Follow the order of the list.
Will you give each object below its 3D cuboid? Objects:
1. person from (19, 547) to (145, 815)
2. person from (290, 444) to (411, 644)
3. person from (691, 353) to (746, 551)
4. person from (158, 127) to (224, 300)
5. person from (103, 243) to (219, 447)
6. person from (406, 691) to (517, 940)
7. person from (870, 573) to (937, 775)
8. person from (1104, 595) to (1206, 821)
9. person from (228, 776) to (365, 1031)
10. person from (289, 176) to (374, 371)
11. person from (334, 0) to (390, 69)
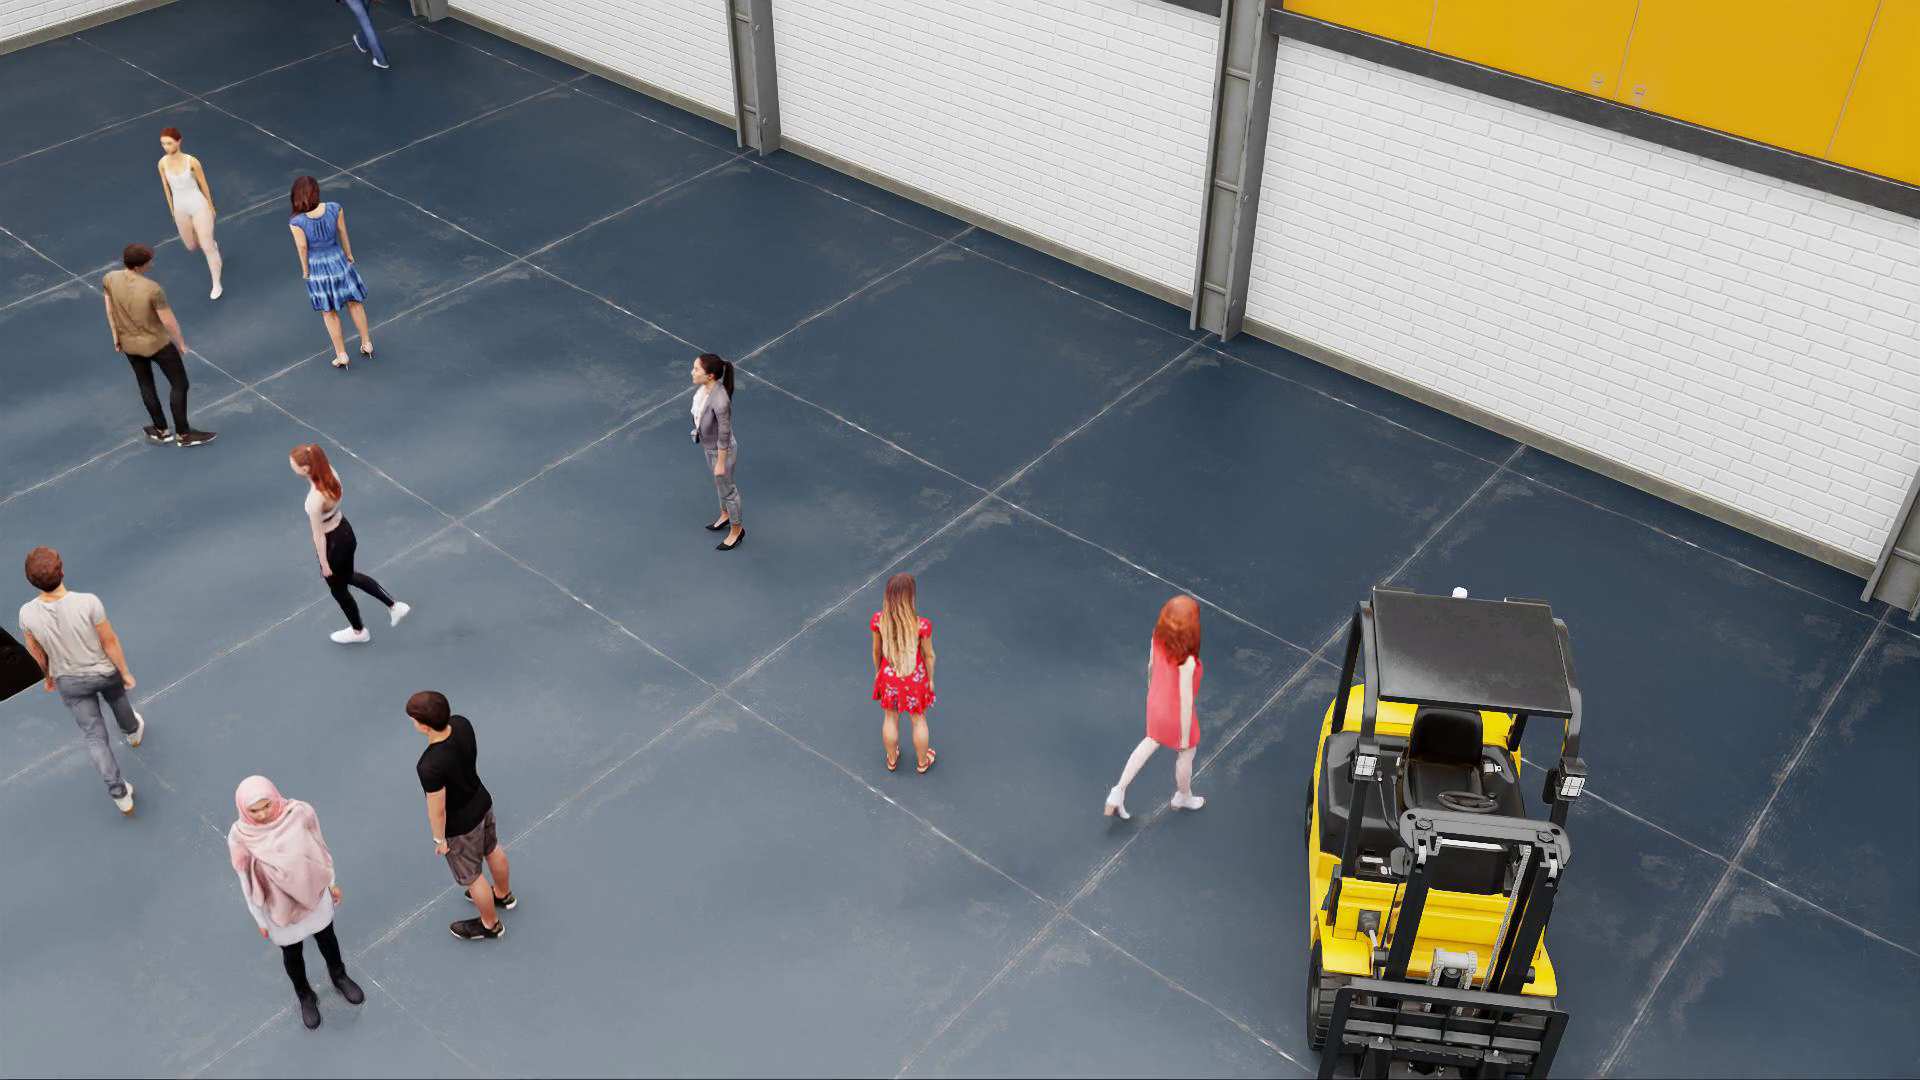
[{"bbox_3d":[-5.445,0.902,10.357,1.039,1.852,1.291,-14,41,-17],"label":"person"},{"bbox_3d":[-4.216,0.042,11.532,0.948,1.731,0.858,1,39,1],"label":"person"},{"bbox_3d":[-1.803,-0.679,12.477,0.779,1.678,0.680,-14,41,-17],"label":"person"},{"bbox_3d":[-7.154,-3.112,15.563,0.906,1.628,0.958,-3,39,-4],"label":"person"},{"bbox_3d":[-6.652,-1.578,13.492,0.786,1.815,0.952,-5,39,-6],"label":"person"},{"bbox_3d":[-2.841,1.560,9.528,0.742,1.860,0.741,8,39,10],"label":"person"},{"bbox_3d":[-0.365,0.871,10.604,0.617,1.593,0.714,8,39,9],"label":"person"},{"bbox_3d":[1.212,1.078,10.171,0.919,1.810,0.994,-17,42,-20],"label":"person"},{"bbox_3d":[-3.633,1.958,9.075,0.674,1.802,0.646,-27,46,-30],"label":"person"},{"bbox_3d":[-5.471,-2.321,14.430,0.579,1.807,0.678,31,48,33],"label":"person"},{"bbox_3d":[-7.066,-6.409,19.634,0.702,1.700,1.138,-31,48,-33],"label":"person"}]
